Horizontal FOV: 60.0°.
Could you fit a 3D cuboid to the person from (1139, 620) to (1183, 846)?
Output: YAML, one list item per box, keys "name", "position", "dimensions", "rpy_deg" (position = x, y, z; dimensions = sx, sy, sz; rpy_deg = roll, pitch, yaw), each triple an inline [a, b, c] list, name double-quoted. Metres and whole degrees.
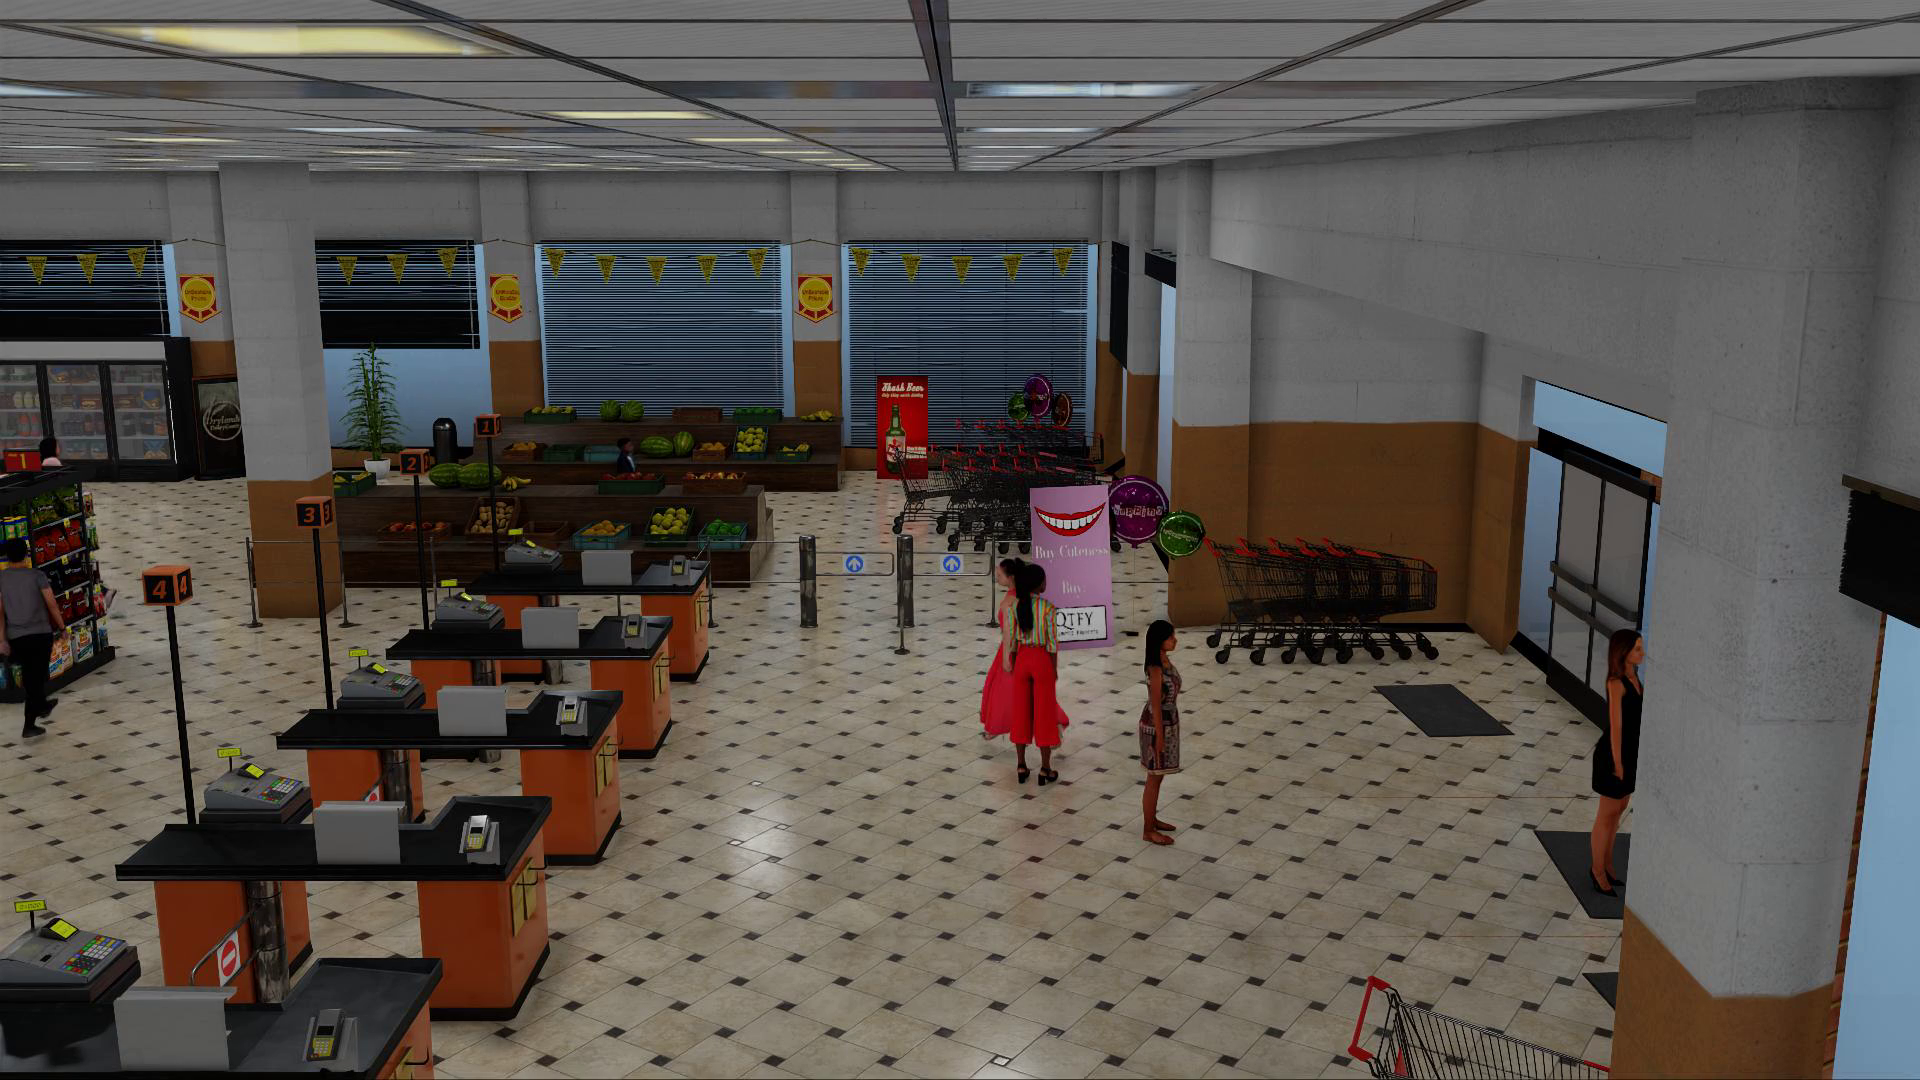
- name: "person"
  position: [1.456, 1.384, 12.205]
  dimensions: [0.598, 1.645, 0.692]
  rpy_deg: [2, 12, 12]

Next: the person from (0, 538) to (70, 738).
- name: "person"
  position: [-8.118, 0.878, 14.459]
  dimensions: [1.087, 1.708, 0.701]
  rpy_deg: [0, 12, -1]

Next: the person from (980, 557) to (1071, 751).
- name: "person"
  position: [0.560, 0.996, 13.957]
  dimensions: [1.185, 1.683, 0.998]
  rpy_deg: [9, 15, 36]

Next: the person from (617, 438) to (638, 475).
- name: "person"
  position: [-4.809, -0.823, 23.619]
  dimensions: [0.578, 1.262, 0.519]
  rpy_deg: [0, 12, 1]

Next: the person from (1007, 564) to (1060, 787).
- name: "person"
  position: [0.588, 1.074, 13.323]
  dimensions: [0.607, 1.792, 0.742]
  rpy_deg: [5, 13, 24]

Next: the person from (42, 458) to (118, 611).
- name: "person"
  position: [-9.835, -0.005, 18.445]
  dimensions: [1.101, 1.793, 0.766]
  rpy_deg: [-1, 12, -3]

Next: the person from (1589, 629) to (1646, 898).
- name: "person"
  position: [4.440, 1.495, 11.218]
  dimensions: [0.699, 1.835, 0.665]
  rpy_deg: [9, 15, 36]
